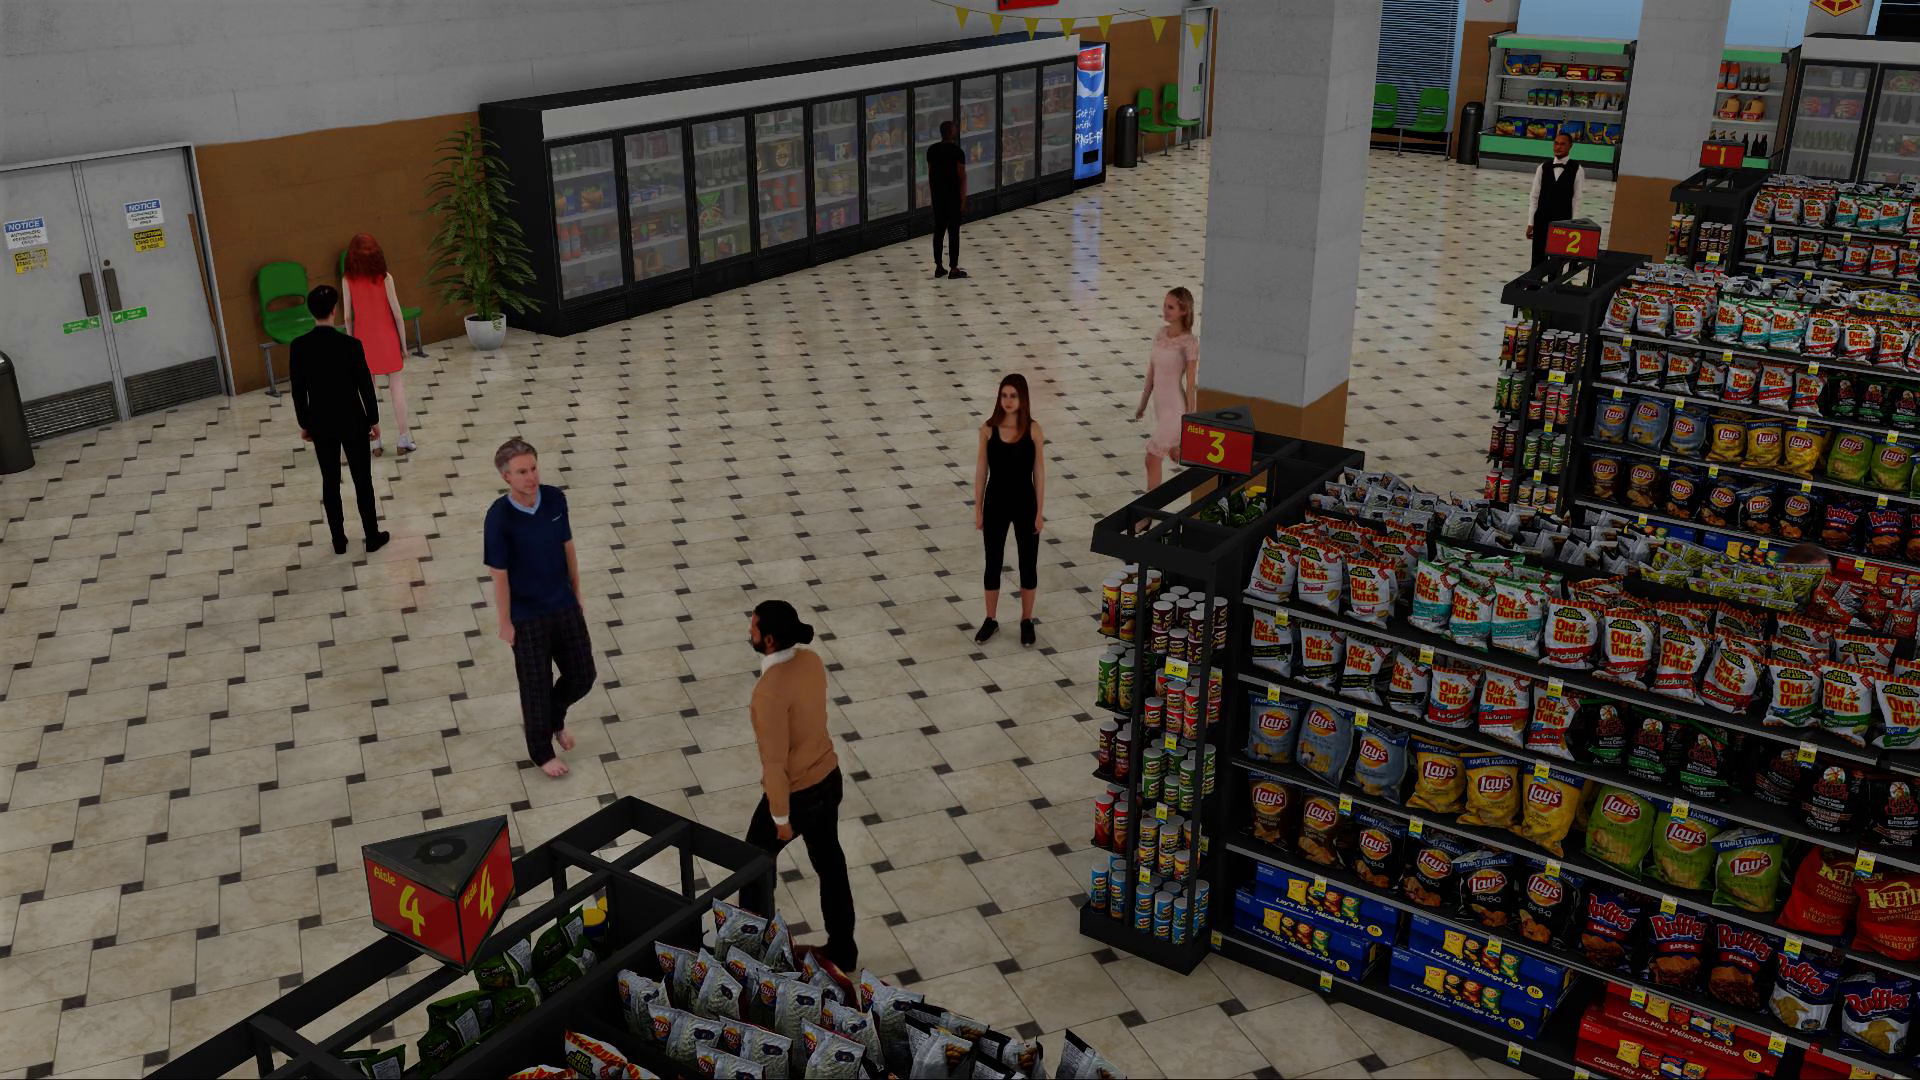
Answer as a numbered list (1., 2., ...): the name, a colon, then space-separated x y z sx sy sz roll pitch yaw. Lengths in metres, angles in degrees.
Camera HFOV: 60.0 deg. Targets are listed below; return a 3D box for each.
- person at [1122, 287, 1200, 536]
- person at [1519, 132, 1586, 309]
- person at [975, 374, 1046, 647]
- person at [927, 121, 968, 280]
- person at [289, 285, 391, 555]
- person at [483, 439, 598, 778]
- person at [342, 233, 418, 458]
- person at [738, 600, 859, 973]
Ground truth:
1. person: 1.587 -0.915 11.888 1.026 1.793 1.118 -9 24 -22
2. person: 6.429 -3.440 18.005 0.504 1.918 0.758 14 26 30
3. person: 0.321 -0.188 10.169 0.587 1.725 0.708 4 22 9
4. person: -0.152 -3.991 19.511 0.484 1.819 0.717 14 26 31
5. person: -4.316 -0.824 11.532 0.767 1.890 0.841 -3 22 -6
6. person: -2.242 0.344 8.675 0.753 1.854 0.735 20 29 41
7. person: -4.737 -1.581 13.503 0.657 1.826 0.739 -2 22 -4
8. person: -0.611 1.080 7.011 0.993 1.728 0.773 10 24 23
